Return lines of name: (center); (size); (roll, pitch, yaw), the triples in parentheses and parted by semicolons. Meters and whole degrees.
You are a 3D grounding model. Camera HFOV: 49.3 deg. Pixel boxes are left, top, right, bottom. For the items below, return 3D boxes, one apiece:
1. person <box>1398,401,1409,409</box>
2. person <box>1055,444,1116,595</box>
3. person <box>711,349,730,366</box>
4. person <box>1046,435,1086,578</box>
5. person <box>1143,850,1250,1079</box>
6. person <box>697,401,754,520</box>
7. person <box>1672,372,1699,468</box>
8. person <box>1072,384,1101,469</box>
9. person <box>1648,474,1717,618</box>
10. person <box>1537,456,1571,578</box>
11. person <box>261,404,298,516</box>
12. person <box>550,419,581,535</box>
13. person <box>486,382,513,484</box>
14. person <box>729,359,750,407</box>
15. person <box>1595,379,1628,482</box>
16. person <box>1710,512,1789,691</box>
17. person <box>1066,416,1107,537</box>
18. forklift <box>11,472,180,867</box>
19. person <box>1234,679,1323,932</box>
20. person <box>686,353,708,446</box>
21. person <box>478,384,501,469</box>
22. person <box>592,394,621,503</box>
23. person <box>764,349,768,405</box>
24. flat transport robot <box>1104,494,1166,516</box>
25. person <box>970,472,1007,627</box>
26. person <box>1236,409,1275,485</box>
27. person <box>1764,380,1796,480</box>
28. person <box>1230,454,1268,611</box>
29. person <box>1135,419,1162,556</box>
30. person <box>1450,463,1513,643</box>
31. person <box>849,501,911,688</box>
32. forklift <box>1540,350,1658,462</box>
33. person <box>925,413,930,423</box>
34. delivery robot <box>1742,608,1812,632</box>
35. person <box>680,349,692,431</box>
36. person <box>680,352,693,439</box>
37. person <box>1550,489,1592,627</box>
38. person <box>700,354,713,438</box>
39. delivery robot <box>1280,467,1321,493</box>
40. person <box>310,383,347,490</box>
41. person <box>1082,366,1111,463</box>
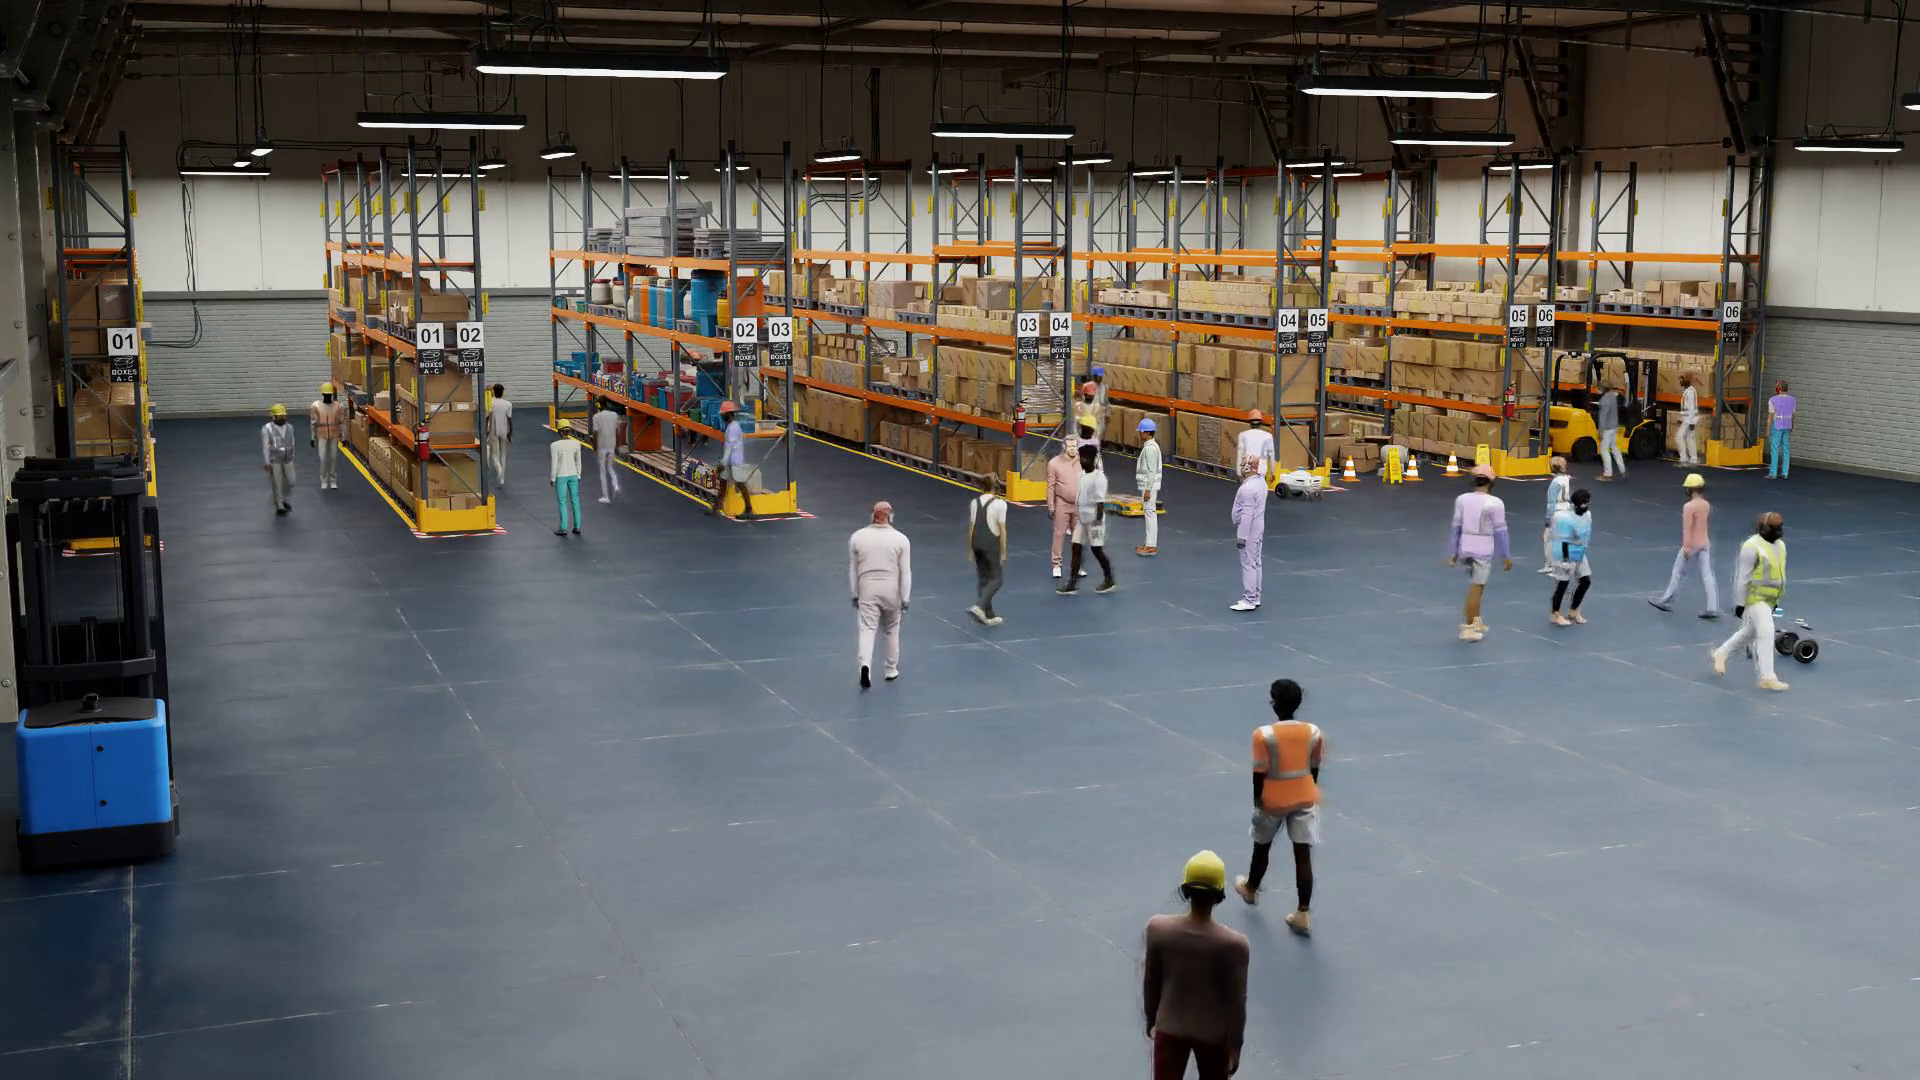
person: (10.283, -3.428, 48.390); (0.483, 1.737, 0.320); (8, 12, 43)
person: (1.646, -0.266, 26.641); (0.826, 1.937, 0.624); (-5, 10, -29)
person: (-5.644, -3.584, 48.946); (0.541, 1.876, 0.971); (-3, 9, -17)
person: (1.478, -0.453, 27.977); (0.652, 1.906, 0.403); (-2, 9, -16)
person: (1.093, 2.339, 9.916); (0.531, 1.738, 0.797); (3, 9, 19)
person: (-3.726, -1.253, 33.353); (0.940, 1.889, 0.554); (-2, 9, -13)
person: (14.043, -2.316, 40.551); (0.623, 1.861, 0.612); (3, 9, 21)
person: (2.245, -1.865, 37.464); (0.558, 1.896, 0.991); (-2, 9, -12)
person: (8.768, 0.059, 25.169); (0.552, 1.713, 0.906); (-6, 11, -36)
person: (7.883, -0.311, 27.933); (0.560, 1.619, 0.540); (5, 10, 28)
person: (-10.996, -1.294, 33.877); (0.428, 1.817, 0.596); (8, 12, 44)
person: (-5.999, -0.960, 31.823); (0.533, 1.767, 0.323); (-8, 12, -42)
person: (-8.351, -1.918, 37.914); (0.524, 1.856, 0.584); (-4, 9, -23)
person: (-5.307, -3.730, 50.028); (0.569, 1.840, 0.806); (-2, 9, -16)
person: (11.983, -2.014, 38.443); (0.656, 1.895, 0.698); (5, 10, 32)
person: (8.111, 0.583, 21.441); (0.636, 1.810, 0.885); (-7, 11, -39)
person: (1.841, -0.946, 31.458); (0.581, 1.860, 1.067); (-7, 11, -41)
forklift: (-6.630, 0.886, 15.957); (1.129, 2.768, 1.873); (-3, 9, -21)
person: (2.160, 1.743, 14.130); (0.556, 1.652, 0.846); (-3, 9, -17)
person: (-5.629, -3.006, 44.735); (0.611, 1.985, 0.393); (-5, 10, -28)
person: (-9.053, -2.192, 40.468); (0.521, 1.637, 0.310); (-3, 9, -17)
person: (-5.985, -1.547, 35.455); (0.538, 1.848, 0.440); (-7, 11, -38)
person: (-4.842, -4.063, 52.949); (0.497, 1.633, 0.279); (7, 11, 37)
flat transport robot: (2.739, -0.590, 34.453); (0.652, 0.197, 1.431); (-4, 10, -26)
person: (0.299, 0.124, 24.400); (0.544, 1.822, 0.557); (6, 11, 36)
person: (4.519, -1.058, 32.128); (0.554, 1.882, 0.990); (3, 9, 20)
person: (15.188, -2.031, 38.733); (0.564, 1.840, 0.376); (-3, 9, -16)
person: (3.521, -0.097, 25.600); (0.409, 1.907, 0.649); (4, 9, 23)
person: (2.683, -0.761, 29.889); (0.392, 1.946, 0.616); (1, 9, 5)
person: (5.926, 0.139, 23.679); (0.750, 2.005, 0.639); (-6, 10, -34)
person: (-0.825, 0.549, 21.412); (0.647, 1.876, 0.823); (1, 9, 5)
forklift: (12.897, -2.725, 42.309); (2.313, 2.155, 1.214); (-3, 9, -21)
person: (-0.804, -3.585, 49.926); (0.502, 1.577, 0.897); (0, 9, 2)
delivery robot: (8.854, 0.859, 22.681); (0.698, 0.223, 0.335); (-1, 8, -4)
person: (-6.199, -3.387, 47.500); (0.546, 1.917, 0.469); (-1, 9, -6)
person: (-6.077, -3.172, 46.054); (0.649, 1.918, 0.469); (-6, 10, -33)
person: (7.130, 0.204, 24.408); (0.557, 1.651, 0.517); (-7, 11, -38)
person: (-5.612, -3.177, 46.329); (0.653, 1.846, 1.004); (-2, 9, -15)
delivery robot: (5.862, -1.019, 36.066); (0.477, 0.478, 0.707); (-8, 12, -43)
person: (-11.202, -1.826, 37.152); (0.621, 1.897, 0.804); (-3, 9, -18)
person: (2.695, -2.473, 41.340); (0.646, 1.931, 0.439); (-5, 10, -30)
